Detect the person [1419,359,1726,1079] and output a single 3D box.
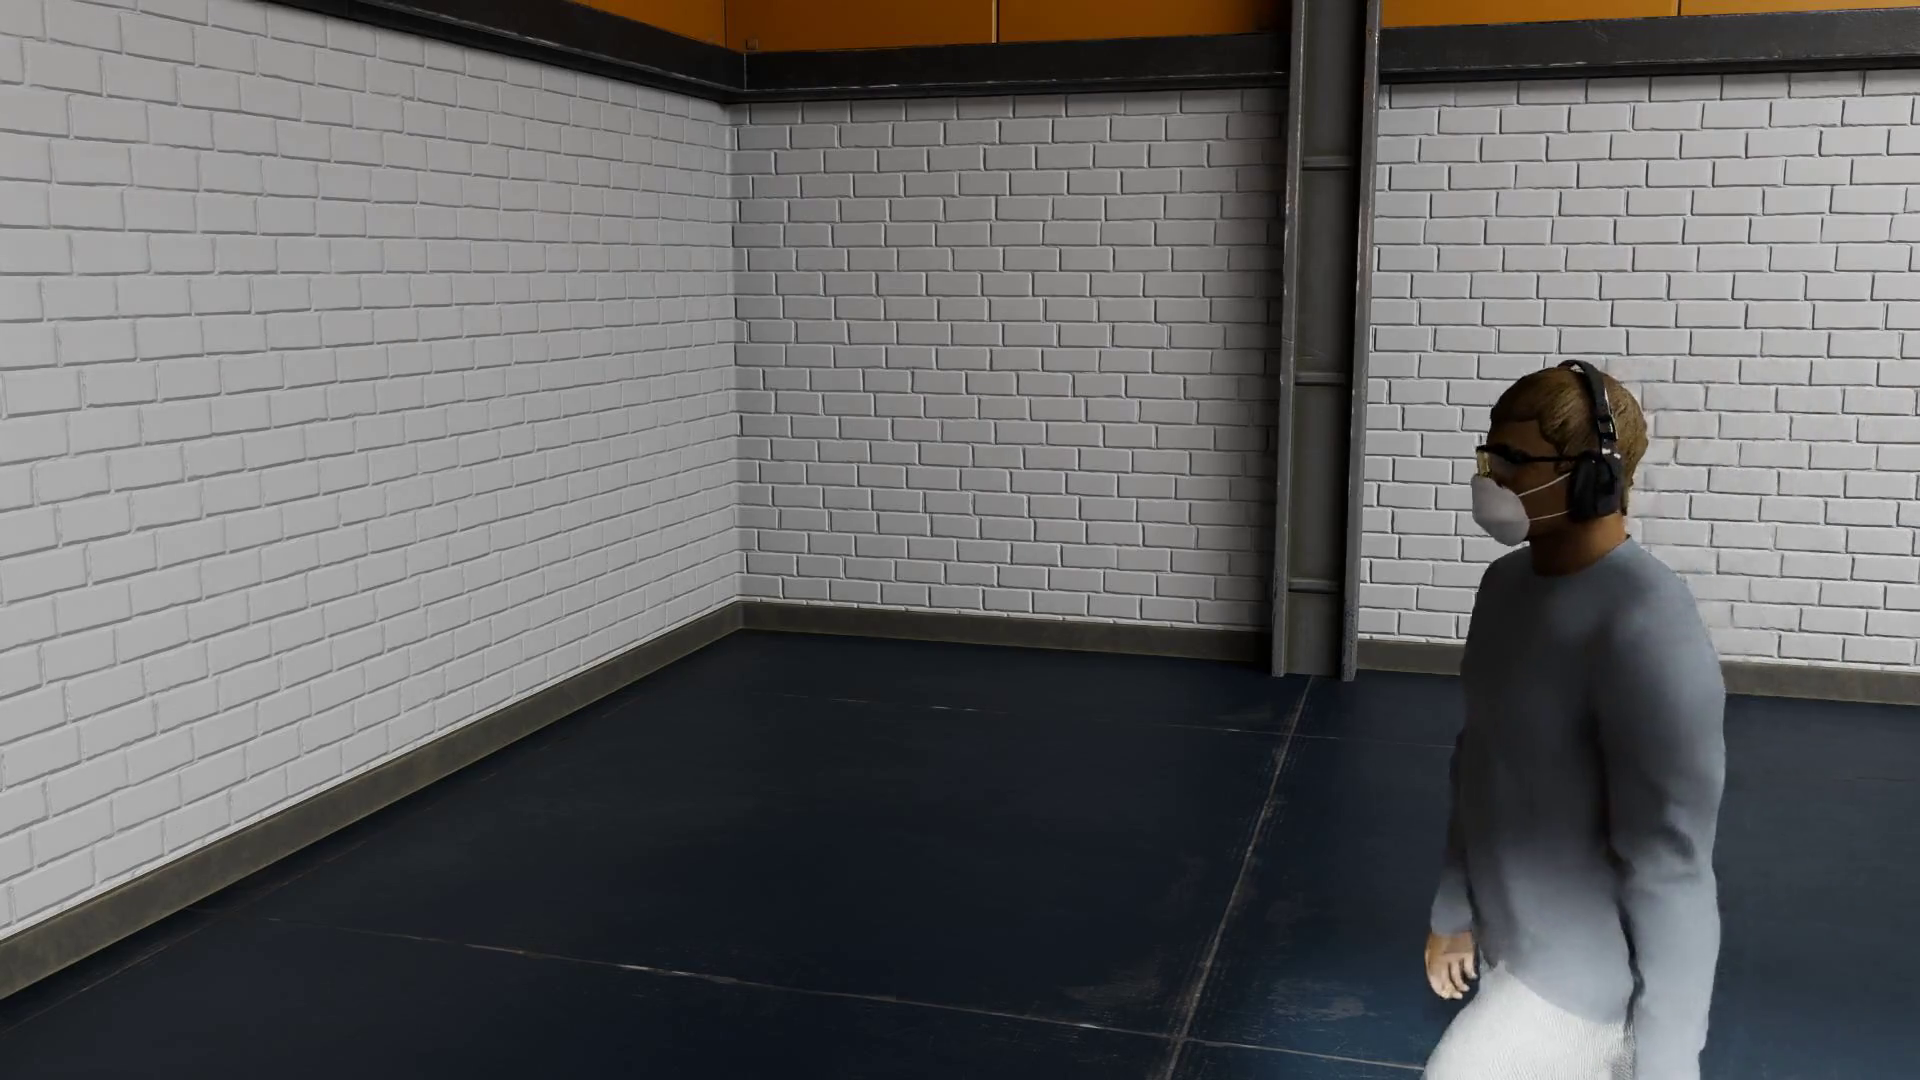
[{"bbox_3d":[0.968,0.660,2.627,1.040,1.893,0.641,1,9,3],"label":"person"}]
